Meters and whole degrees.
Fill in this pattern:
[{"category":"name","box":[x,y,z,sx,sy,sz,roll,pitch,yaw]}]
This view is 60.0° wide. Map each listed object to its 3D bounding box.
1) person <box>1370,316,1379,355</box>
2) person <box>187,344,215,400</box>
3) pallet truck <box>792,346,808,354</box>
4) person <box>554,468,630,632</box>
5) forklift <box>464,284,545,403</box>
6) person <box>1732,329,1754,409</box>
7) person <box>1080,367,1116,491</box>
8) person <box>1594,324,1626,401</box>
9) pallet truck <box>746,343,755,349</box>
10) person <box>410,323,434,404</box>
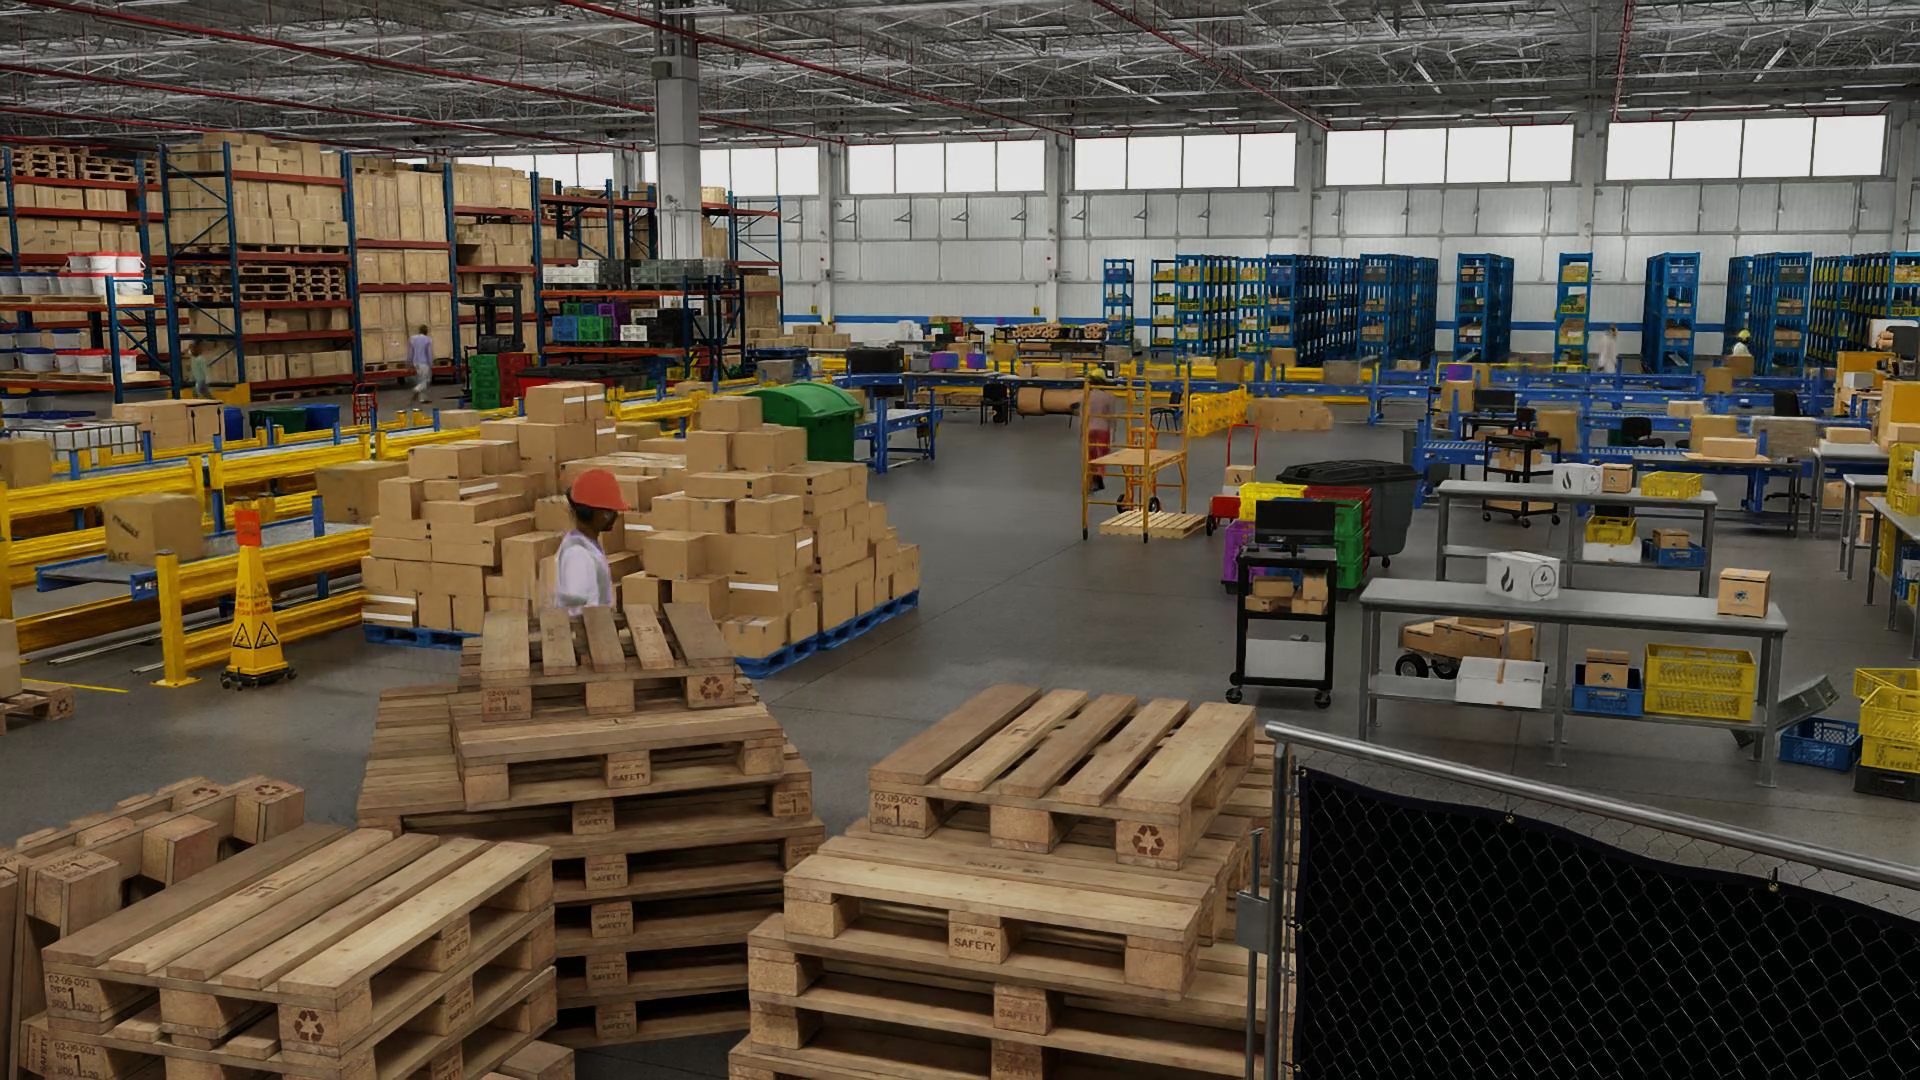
[{"category":"person","box":[13.105,-6.331,52.660,0.415,1.985,0.611,3,10,19]},{"category":"person","box":[-16.210,-3.383,35.413,0.932,1.576,0.476,-7,11,-37]},{"category":"pallet truck","box":[-3.705,-4.298,42.022,0.653,1.274,1.630,3,10,20]},{"category":"person","box":[-1.977,0.614,8.949,0.457,2.021,0.636,-2,9,-14]},{"category":"forklift","box":[-10.832,-4.702,39.610,1.129,2.768,1.873,3,10,20]},{"category":"person","box":[17.675,-3.875,37.764,0.714,1.811,0.599,3,10,21]},{"category":"person","box":[1.919,-1.536,23.295,0.525,1.748,0.504,3,9,17]},{"category":"person","box":[15.629,-4.228,39.852,0.999,1.855,0.648,5,10,28]},{"category":"pallet truck","box":[-6.183,-4.618,44.264,1.601,1.201,0.680,-9,12,-43]},{"category":"person","box":[-12.648,-4.116,38.958,0.651,1.915,0.665,4,10,25]}]
